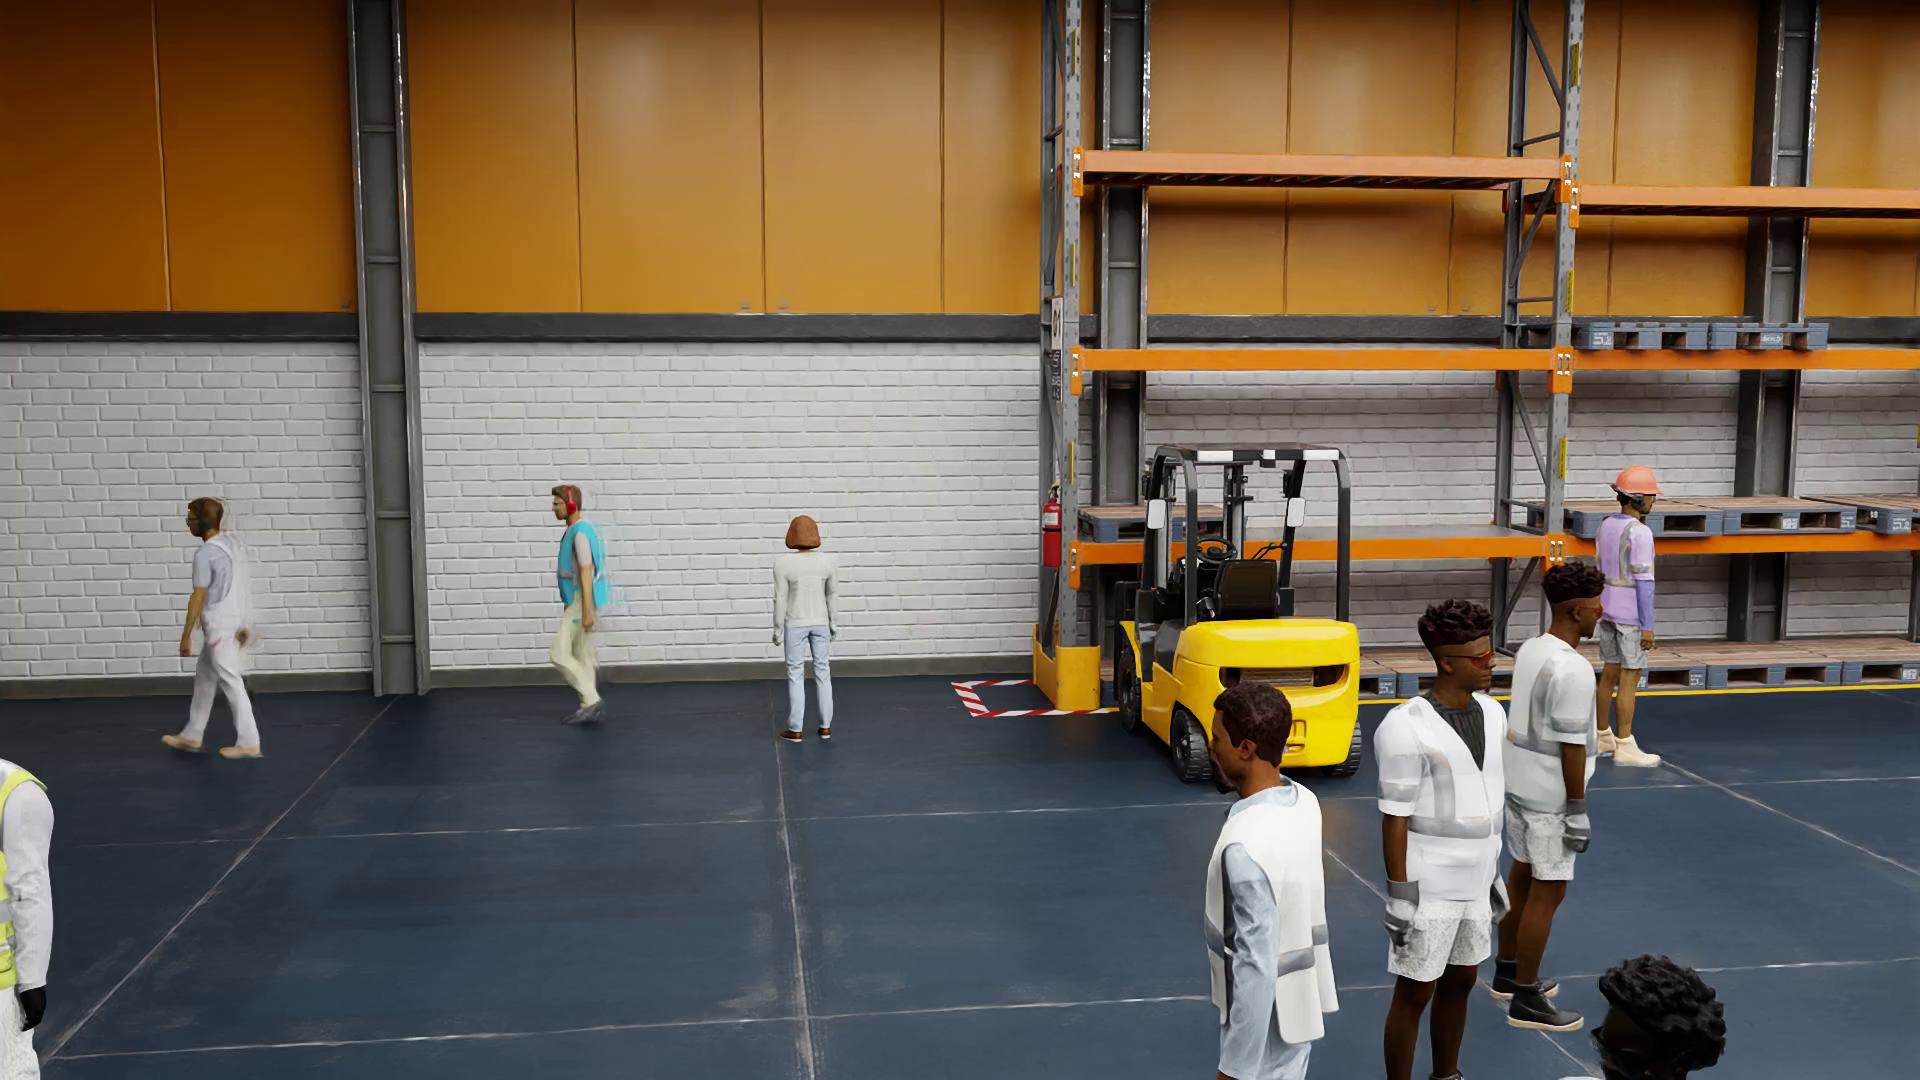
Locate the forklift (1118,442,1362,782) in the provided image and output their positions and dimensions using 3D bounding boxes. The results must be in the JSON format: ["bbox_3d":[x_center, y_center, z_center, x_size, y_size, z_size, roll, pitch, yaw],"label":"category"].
[{"bbox_3d":[1.912,0.418,11.496,1.214,2.155,2.313,-1,7,-8],"label":"forklift"}]

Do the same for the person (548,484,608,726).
[{"bbox_3d":[-2.863,0.494,12.403,0.463,1.824,0.601,-2,7,-17],"label":"person"}]

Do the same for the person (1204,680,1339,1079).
[{"bbox_3d":[0.852,1.340,4.624,0.371,1.916,0.597,3,7,23],"label":"person"}]

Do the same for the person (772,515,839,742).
[{"bbox_3d":[-1.114,0.636,12.009,0.506,1.636,0.278,-3,7,-26],"label":"person"}]

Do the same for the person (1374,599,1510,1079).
[{"bbox_3d":[1.703,1.179,5.821,0.612,1.965,0.361,-5,8,-36],"label":"person"}]

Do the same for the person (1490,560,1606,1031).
[{"bbox_3d":[2.495,1.054,7.011,0.400,1.953,0.616,0,7,2],"label":"person"}]

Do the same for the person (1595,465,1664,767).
[{"bbox_3d":[4.559,0.512,11.327,0.374,2.043,0.612,-1,7,-7],"label":"person"}]

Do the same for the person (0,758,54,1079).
[{"bbox_3d":[-3.087,1.335,5.074,0.636,1.830,0.429,0,7,1],"label":"person"}]

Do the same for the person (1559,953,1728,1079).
[{"bbox_3d":[1.314,1.612,3.187,0.321,1.698,0.537,-6,9,-43],"label":"person"}]

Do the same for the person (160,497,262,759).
[{"bbox_3d":[-5.227,0.614,11.448,0.867,1.809,0.541,0,7,-2],"label":"person"}]
